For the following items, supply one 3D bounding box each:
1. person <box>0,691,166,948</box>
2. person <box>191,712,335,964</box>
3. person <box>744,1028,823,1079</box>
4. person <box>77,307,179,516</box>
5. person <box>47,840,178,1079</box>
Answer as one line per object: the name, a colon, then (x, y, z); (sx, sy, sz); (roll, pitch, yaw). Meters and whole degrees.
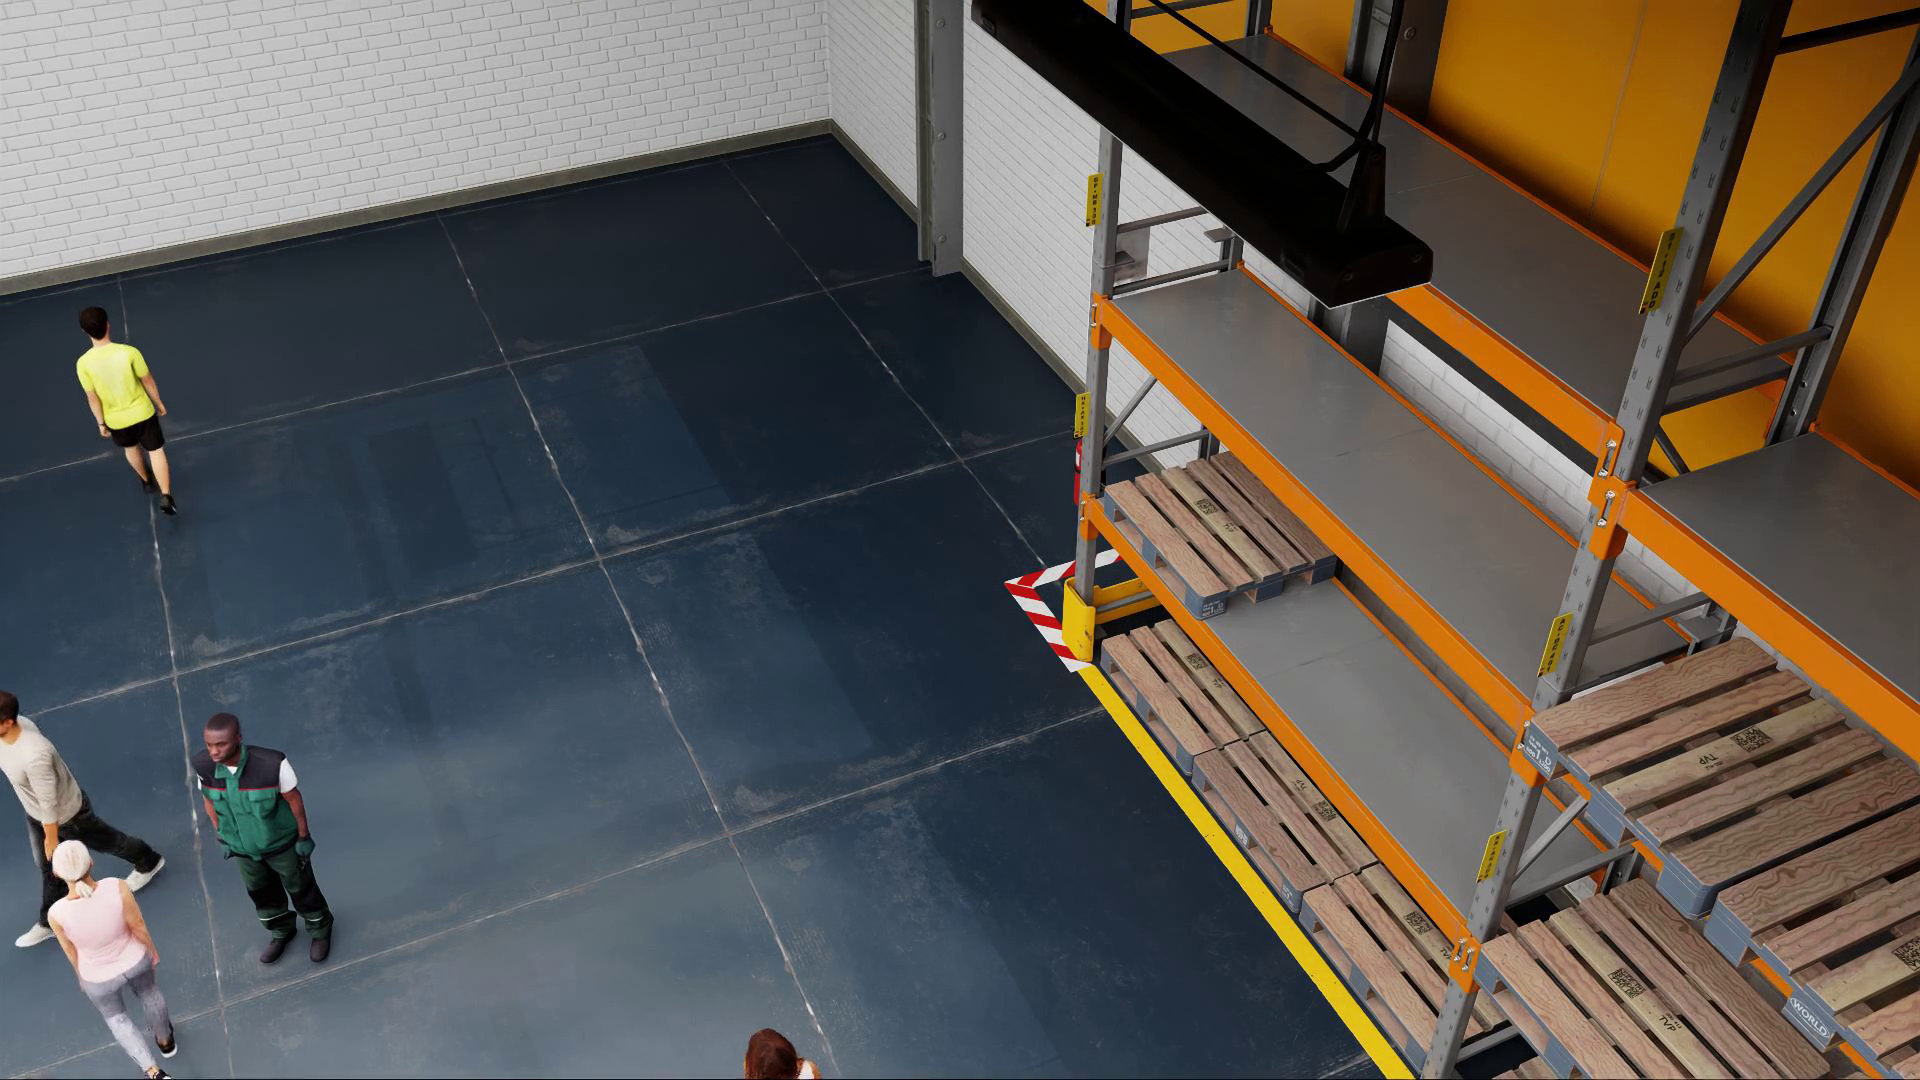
person: (-5.022, 1.456, 9.418); (1.183, 1.776, 1.091); (25, 45, 28)
person: (-3.829, 1.626, 9.155); (0.773, 1.840, 0.758); (-1, 39, -1)
person: (-0.744, 2.885, 7.630); (0.600, 1.775, 0.683); (-18, 42, -21)
person: (-6.232, -0.928, 12.478); (0.630, 1.683, 1.033); (-16, 41, -19)
person: (-4.302, 2.221, 8.513); (0.680, 1.710, 0.941); (-26, 46, -29)
